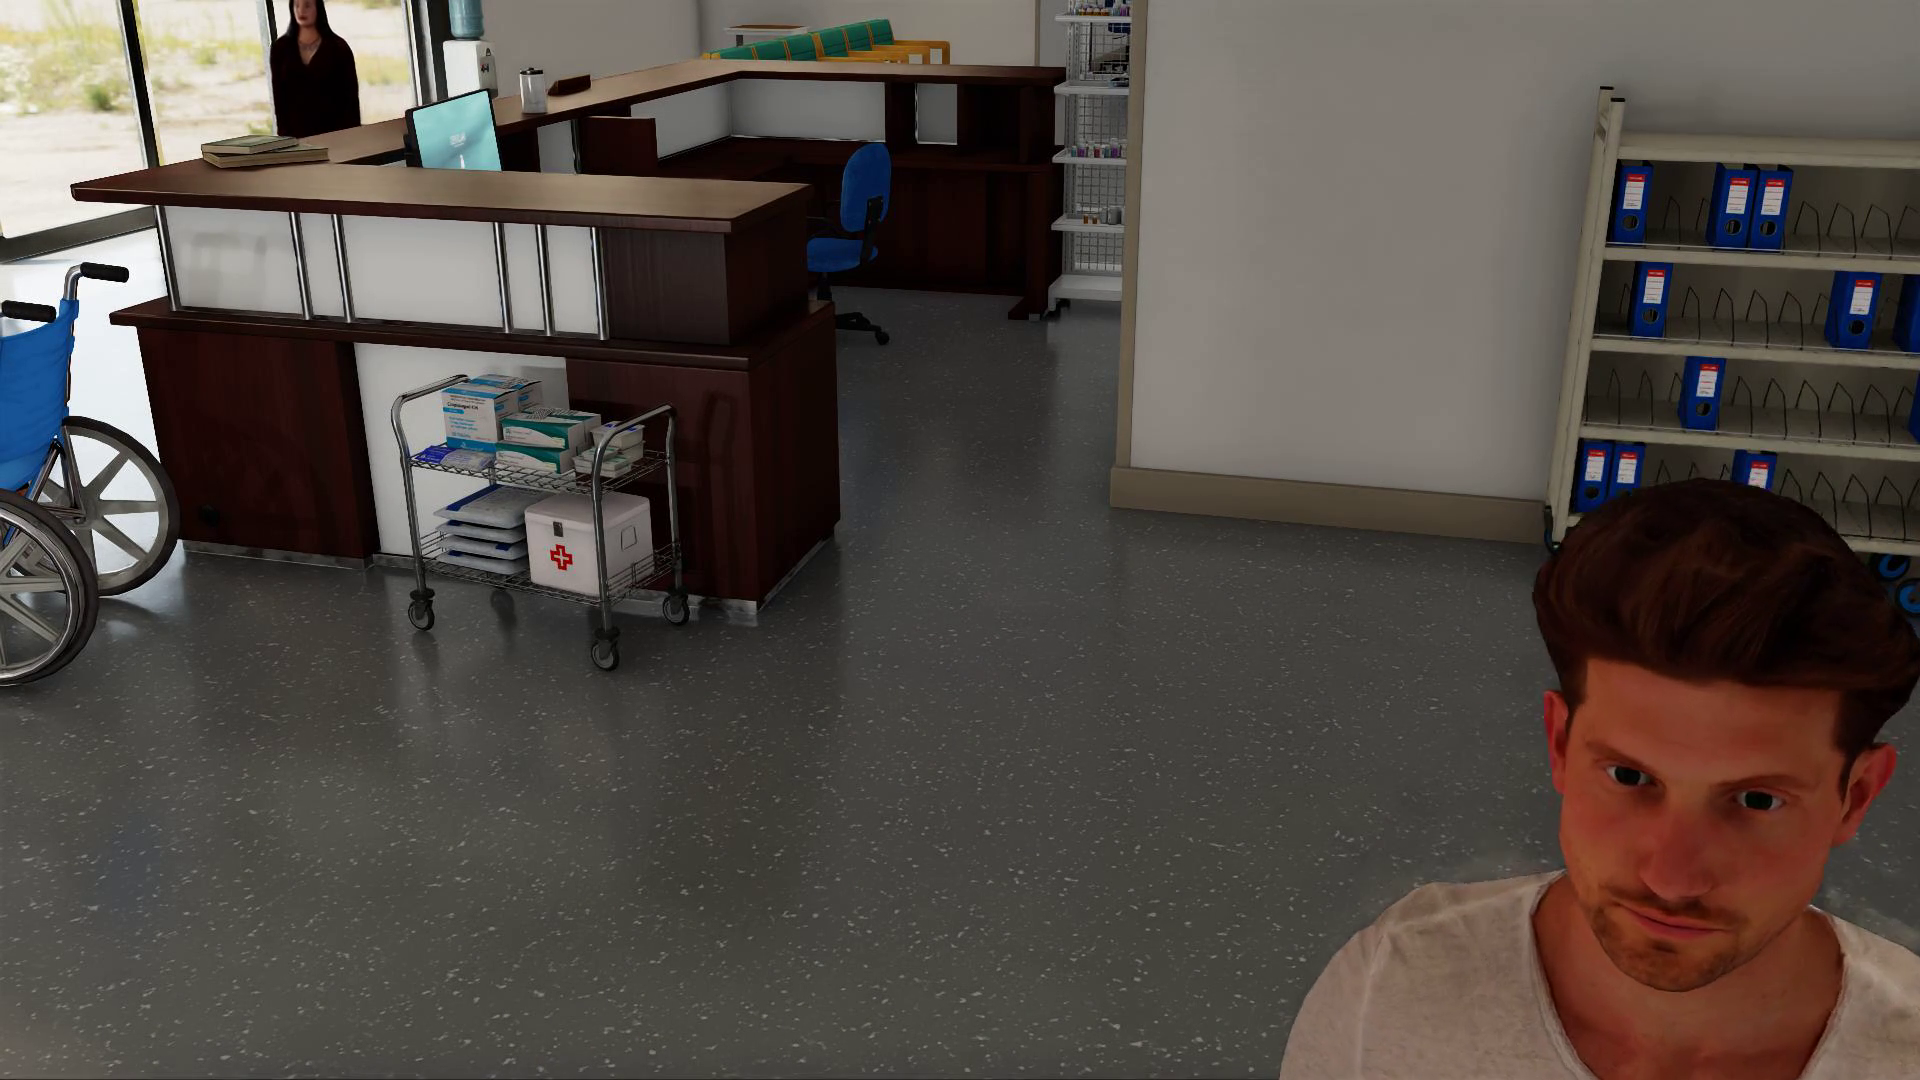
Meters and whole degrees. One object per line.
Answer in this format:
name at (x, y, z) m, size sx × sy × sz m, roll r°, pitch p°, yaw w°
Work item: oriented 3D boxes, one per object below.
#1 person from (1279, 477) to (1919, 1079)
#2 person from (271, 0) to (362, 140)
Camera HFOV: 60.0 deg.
person at (0.495, 0.834, 1.347) m, size 1.172 × 1.848 × 0.918 m, roll 10°, pitch 23°, yaw 24°
person at (-3.958, -2.512, 10.346) m, size 1.067 × 1.730 × 0.906 m, roll -1°, pitch 21°, yaw -2°
